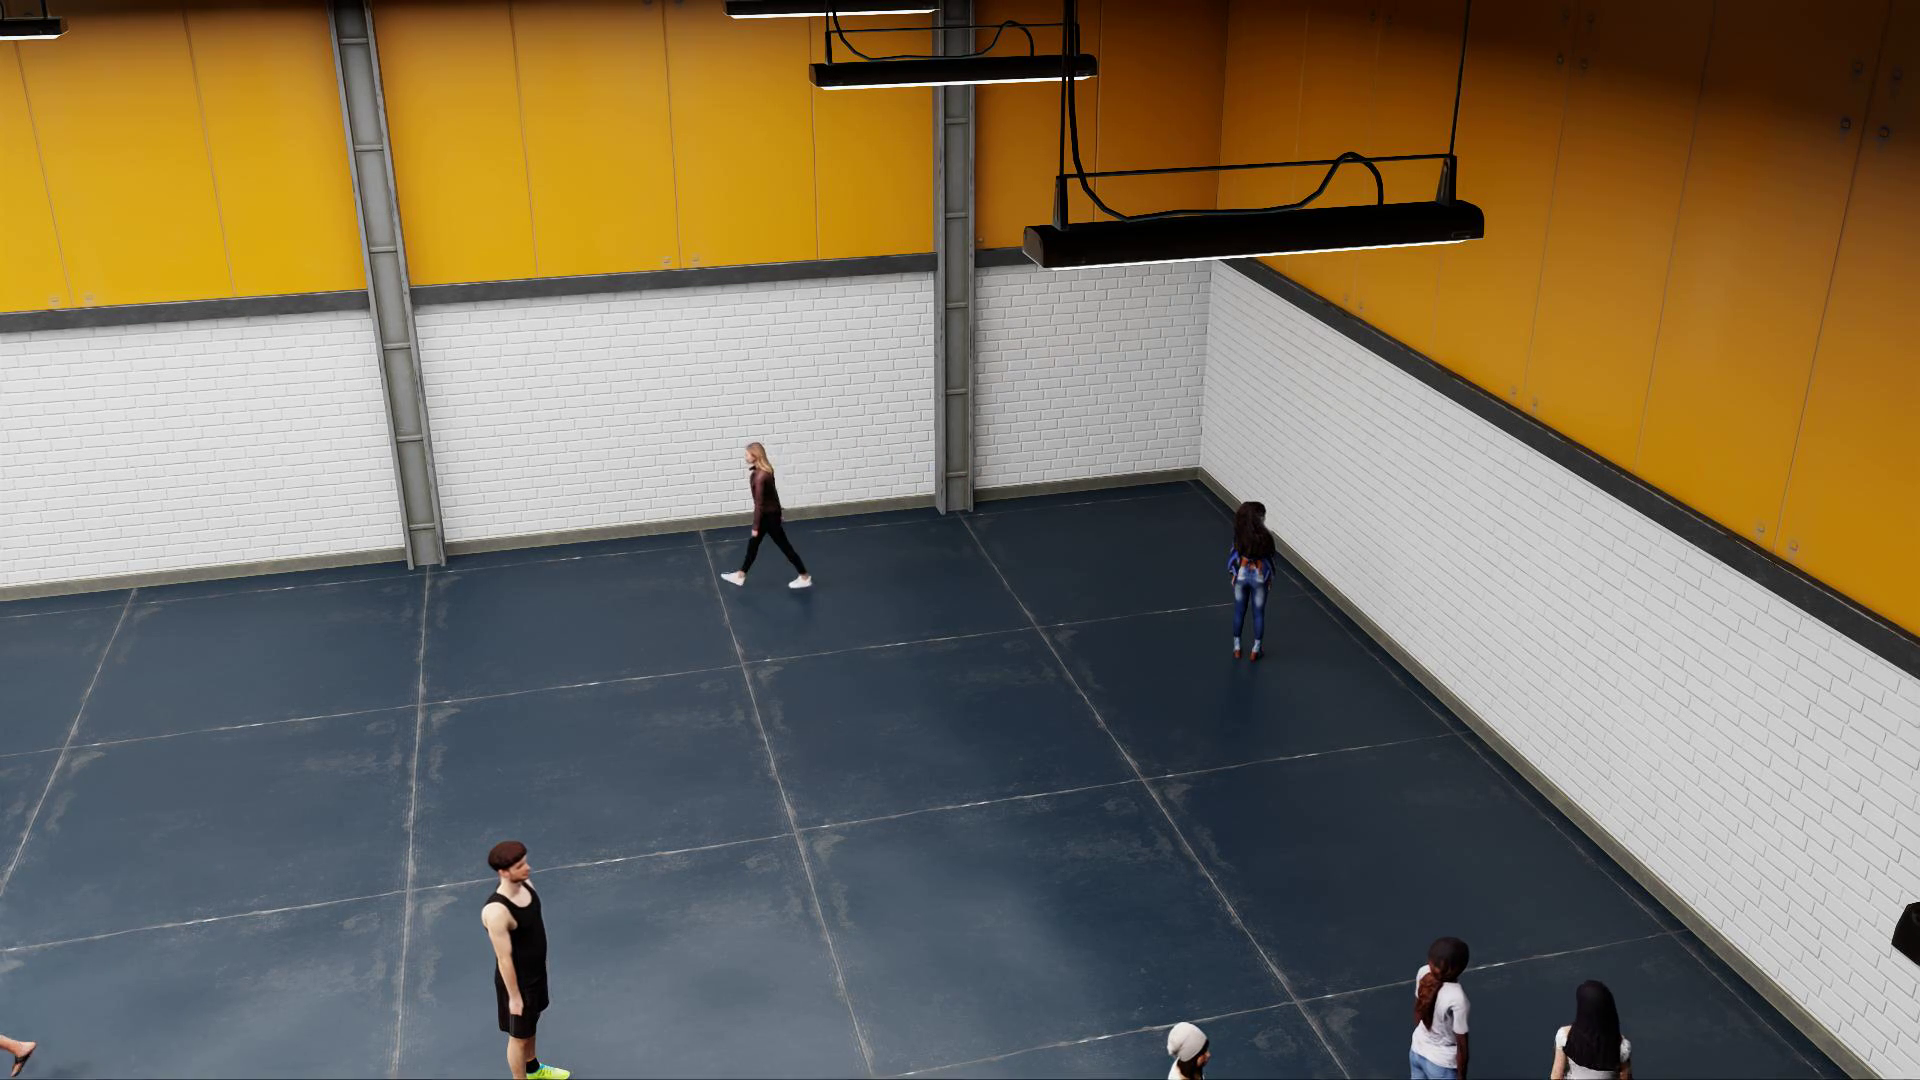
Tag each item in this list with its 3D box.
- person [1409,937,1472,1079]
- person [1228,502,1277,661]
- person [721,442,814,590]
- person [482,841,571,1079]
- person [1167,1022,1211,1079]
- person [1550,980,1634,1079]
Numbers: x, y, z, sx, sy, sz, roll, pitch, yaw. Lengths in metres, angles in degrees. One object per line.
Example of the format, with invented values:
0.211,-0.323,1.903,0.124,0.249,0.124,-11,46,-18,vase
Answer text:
2.789,3.049,9.743,0.562,1.719,0.616,-10,25,-21,person
2.796,0.384,15.966,0.670,1.618,0.752,9,25,21,person
-1.884,-0.195,17.268,1.248,1.636,0.812,0,24,-1,person
-2.731,2.690,10.349,0.693,1.892,0.750,1,24,2,person
1.232,3.343,9.164,0.658,1.644,0.647,6,24,14,person
3.443,3.283,9.199,1.104,1.726,1.192,15,28,31,person
